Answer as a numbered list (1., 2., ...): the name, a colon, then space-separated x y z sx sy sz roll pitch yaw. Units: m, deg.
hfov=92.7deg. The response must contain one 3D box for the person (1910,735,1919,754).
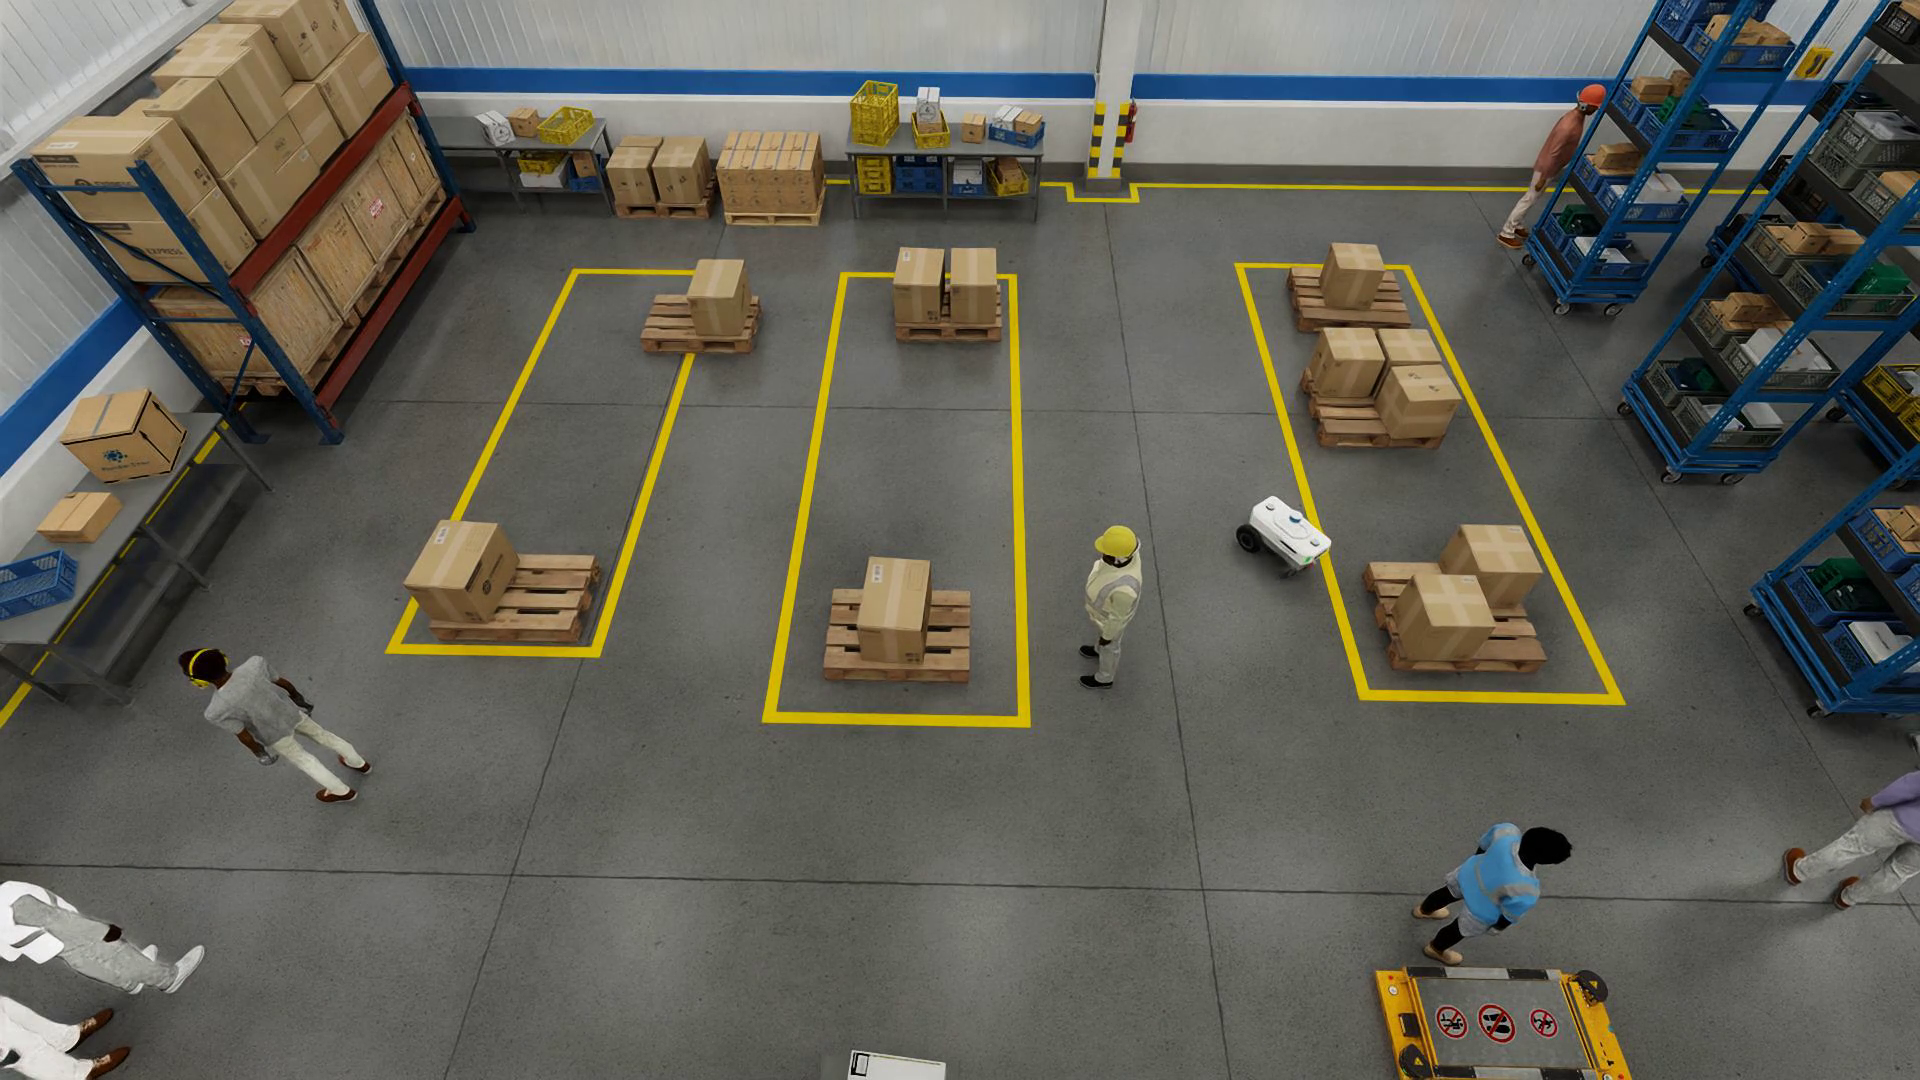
1. person: 7.596 1.297 6.535 0.397 1.624 0.544 18 53 14

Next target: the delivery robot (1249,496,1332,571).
1. delivery robot: 2.978 -0.071 8.286 0.477 0.478 0.707 -30 57 -22

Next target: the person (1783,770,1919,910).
1. person: 6.236 1.855 5.902 0.645 1.927 0.386 31 57 23

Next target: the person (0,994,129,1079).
1. person: -5.591 2.731 5.204 0.647 1.896 0.400 32 58 24

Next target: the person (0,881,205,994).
1. person: -5.441 2.352 5.497 0.592 1.915 0.375 2 51 2

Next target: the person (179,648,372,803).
1. person: -4.752 1.292 6.388 0.328 1.876 0.513 7 51 6

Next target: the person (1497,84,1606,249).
1. person: 7.118 -4.474 11.022 0.400 1.987 0.608 32 57 23

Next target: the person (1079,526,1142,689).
1. person: 1.146 0.514 7.055 0.403 1.823 0.588 3 51 2

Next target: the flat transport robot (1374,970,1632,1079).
1. flat transport robot: 3.501 3.133 5.914 1.431 0.197 0.652 1 51 1

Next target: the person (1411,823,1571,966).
1. person: 3.298 2.211 5.751 0.318 1.697 0.533 3 51 2
